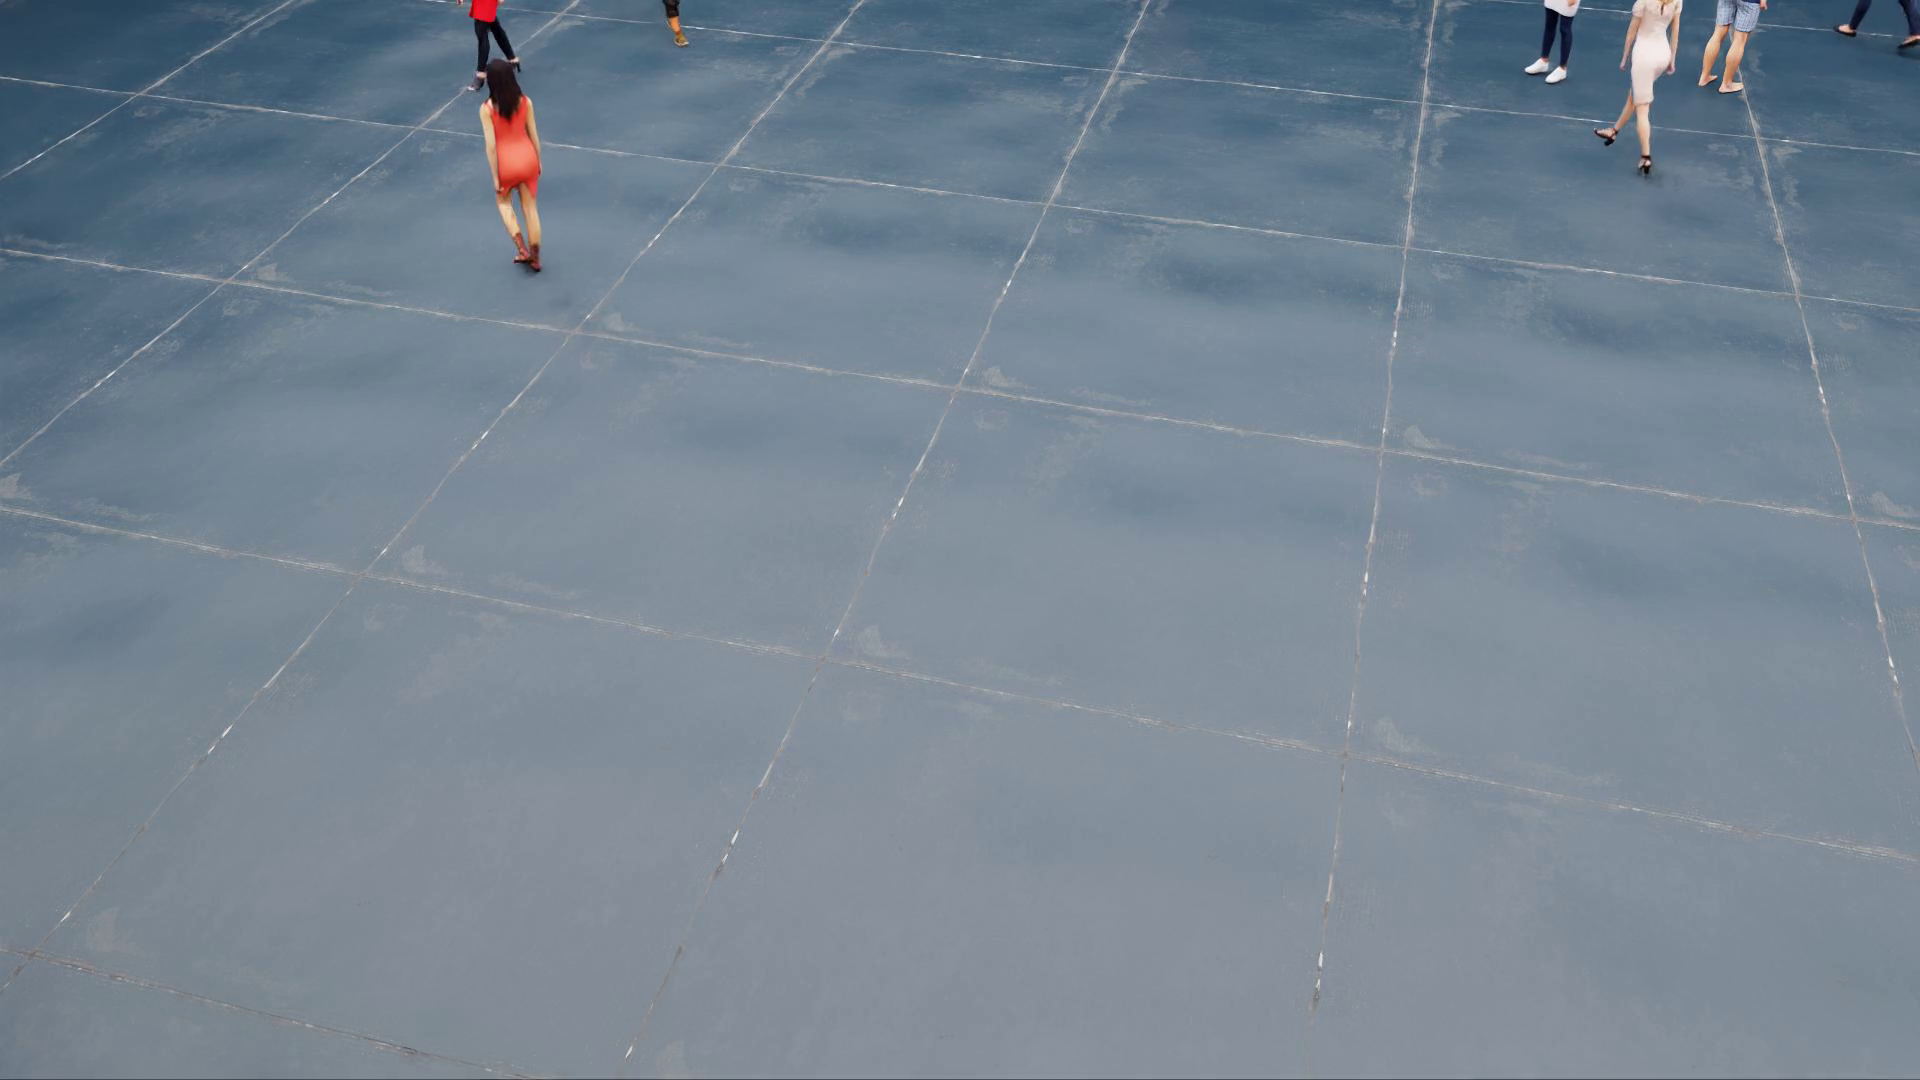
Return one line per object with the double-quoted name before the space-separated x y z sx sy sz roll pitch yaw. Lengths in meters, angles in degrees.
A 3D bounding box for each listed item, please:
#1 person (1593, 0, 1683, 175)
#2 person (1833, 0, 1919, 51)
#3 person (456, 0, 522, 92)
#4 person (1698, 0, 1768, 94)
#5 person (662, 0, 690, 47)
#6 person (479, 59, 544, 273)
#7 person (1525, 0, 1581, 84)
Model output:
"person" 5.947 -4.014 14.251 0.911 1.769 1.125 -3 38 -4
"person" 9.390 -5.691 16.462 1.059 1.687 1.118 -19 42 -23
"person" -4.468 -5.178 15.790 0.820 1.706 1.002 24 44 27
"person" 7.364 -5.149 15.637 0.744 1.848 0.710 -25 45 -29
"person" -2.970 -5.869 16.905 0.997 1.421 1.083 -17 41 -21
"person" -3.380 -2.827 12.786 0.699 1.706 0.764 -21 43 -25
"person" 5.775 -5.275 15.861 0.764 1.772 0.701 -18 42 -22
